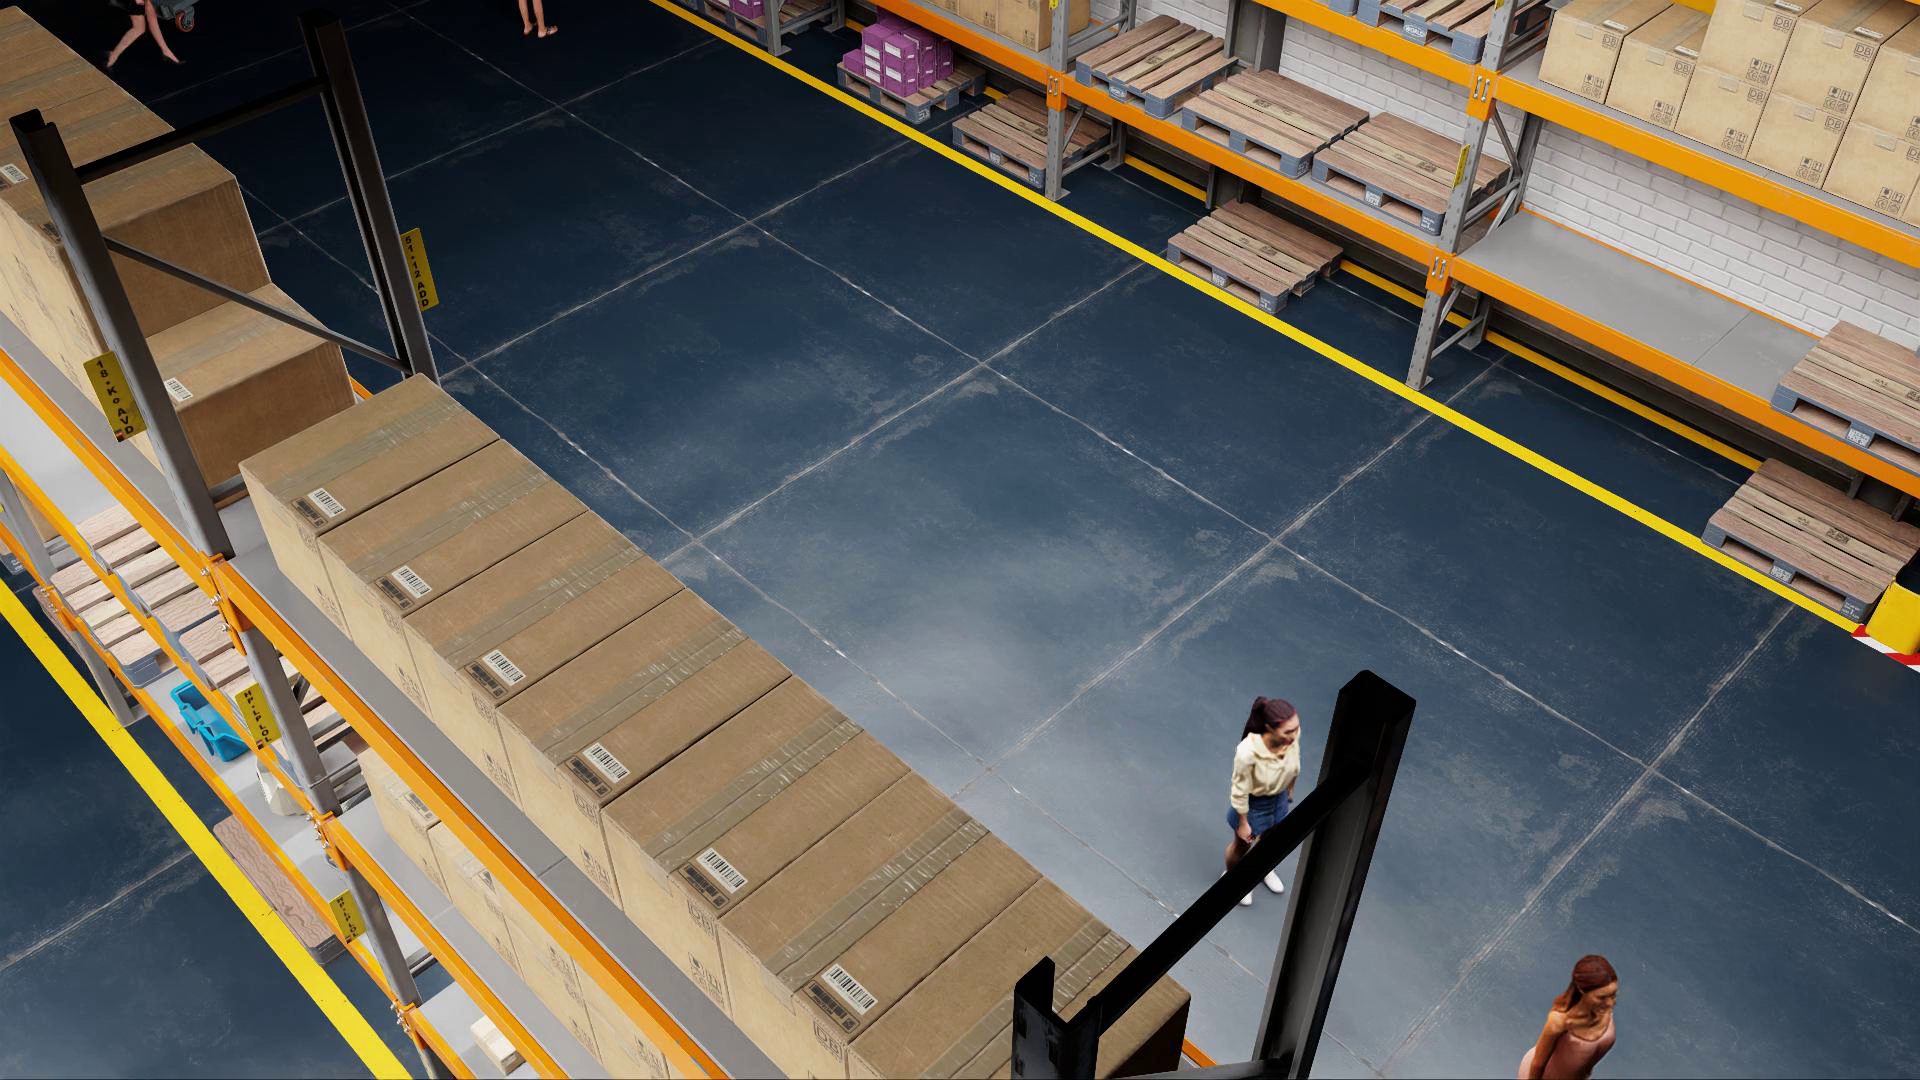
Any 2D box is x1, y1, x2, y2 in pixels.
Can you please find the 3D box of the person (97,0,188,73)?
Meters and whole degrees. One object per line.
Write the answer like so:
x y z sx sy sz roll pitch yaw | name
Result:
-8.386 -5.462 16.647 0.835 1.780 1.033 -23 48 -22 | person

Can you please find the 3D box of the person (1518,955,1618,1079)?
2.907 2.594 8.152 0.631 1.832 0.596 -21 47 -20 | person

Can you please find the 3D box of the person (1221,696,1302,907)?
1.689 1.466 9.484 0.703 1.629 0.673 -23 48 -23 | person

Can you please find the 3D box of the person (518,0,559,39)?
-4.571 -6.048 17.426 0.622 1.553 0.682 20 47 19 | person
